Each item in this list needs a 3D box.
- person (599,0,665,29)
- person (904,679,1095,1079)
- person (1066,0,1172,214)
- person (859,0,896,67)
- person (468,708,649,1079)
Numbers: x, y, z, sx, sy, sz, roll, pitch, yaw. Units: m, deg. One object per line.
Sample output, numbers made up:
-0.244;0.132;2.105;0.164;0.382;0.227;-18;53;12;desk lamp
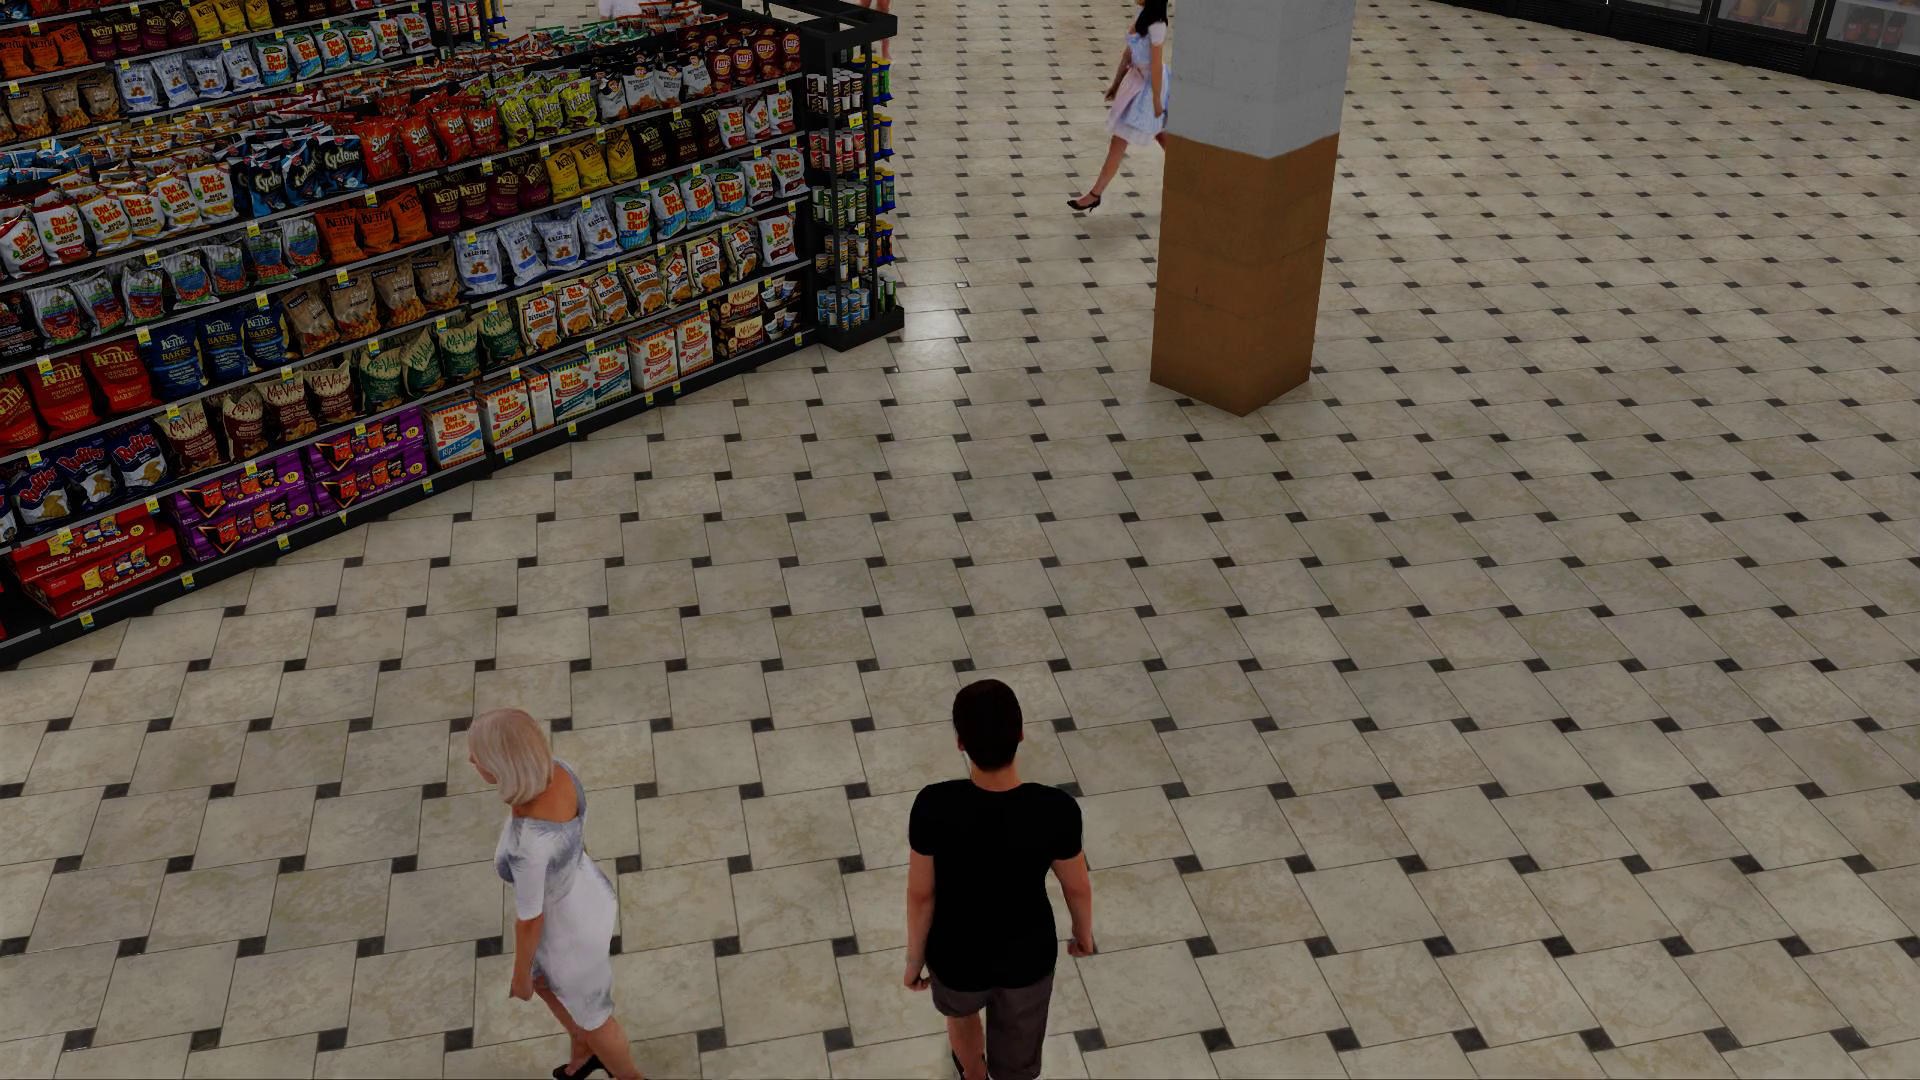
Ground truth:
-2.390;-3.509;12.555;1.129;1.802;0.891;-22;38;-31;person
0.080;1.274;4.836;1.037;1.836;1.111;3;32;4;person
1.441;-3.187;12.077;1.271;1.759;1.146;-3;32;-4;person
-0.849;-5.407;15.721;1.155;1.679;1.050;-9;33;-14;person
-1.110;1.191;5.074;0.783;1.725;0.723;2;32;2;person
